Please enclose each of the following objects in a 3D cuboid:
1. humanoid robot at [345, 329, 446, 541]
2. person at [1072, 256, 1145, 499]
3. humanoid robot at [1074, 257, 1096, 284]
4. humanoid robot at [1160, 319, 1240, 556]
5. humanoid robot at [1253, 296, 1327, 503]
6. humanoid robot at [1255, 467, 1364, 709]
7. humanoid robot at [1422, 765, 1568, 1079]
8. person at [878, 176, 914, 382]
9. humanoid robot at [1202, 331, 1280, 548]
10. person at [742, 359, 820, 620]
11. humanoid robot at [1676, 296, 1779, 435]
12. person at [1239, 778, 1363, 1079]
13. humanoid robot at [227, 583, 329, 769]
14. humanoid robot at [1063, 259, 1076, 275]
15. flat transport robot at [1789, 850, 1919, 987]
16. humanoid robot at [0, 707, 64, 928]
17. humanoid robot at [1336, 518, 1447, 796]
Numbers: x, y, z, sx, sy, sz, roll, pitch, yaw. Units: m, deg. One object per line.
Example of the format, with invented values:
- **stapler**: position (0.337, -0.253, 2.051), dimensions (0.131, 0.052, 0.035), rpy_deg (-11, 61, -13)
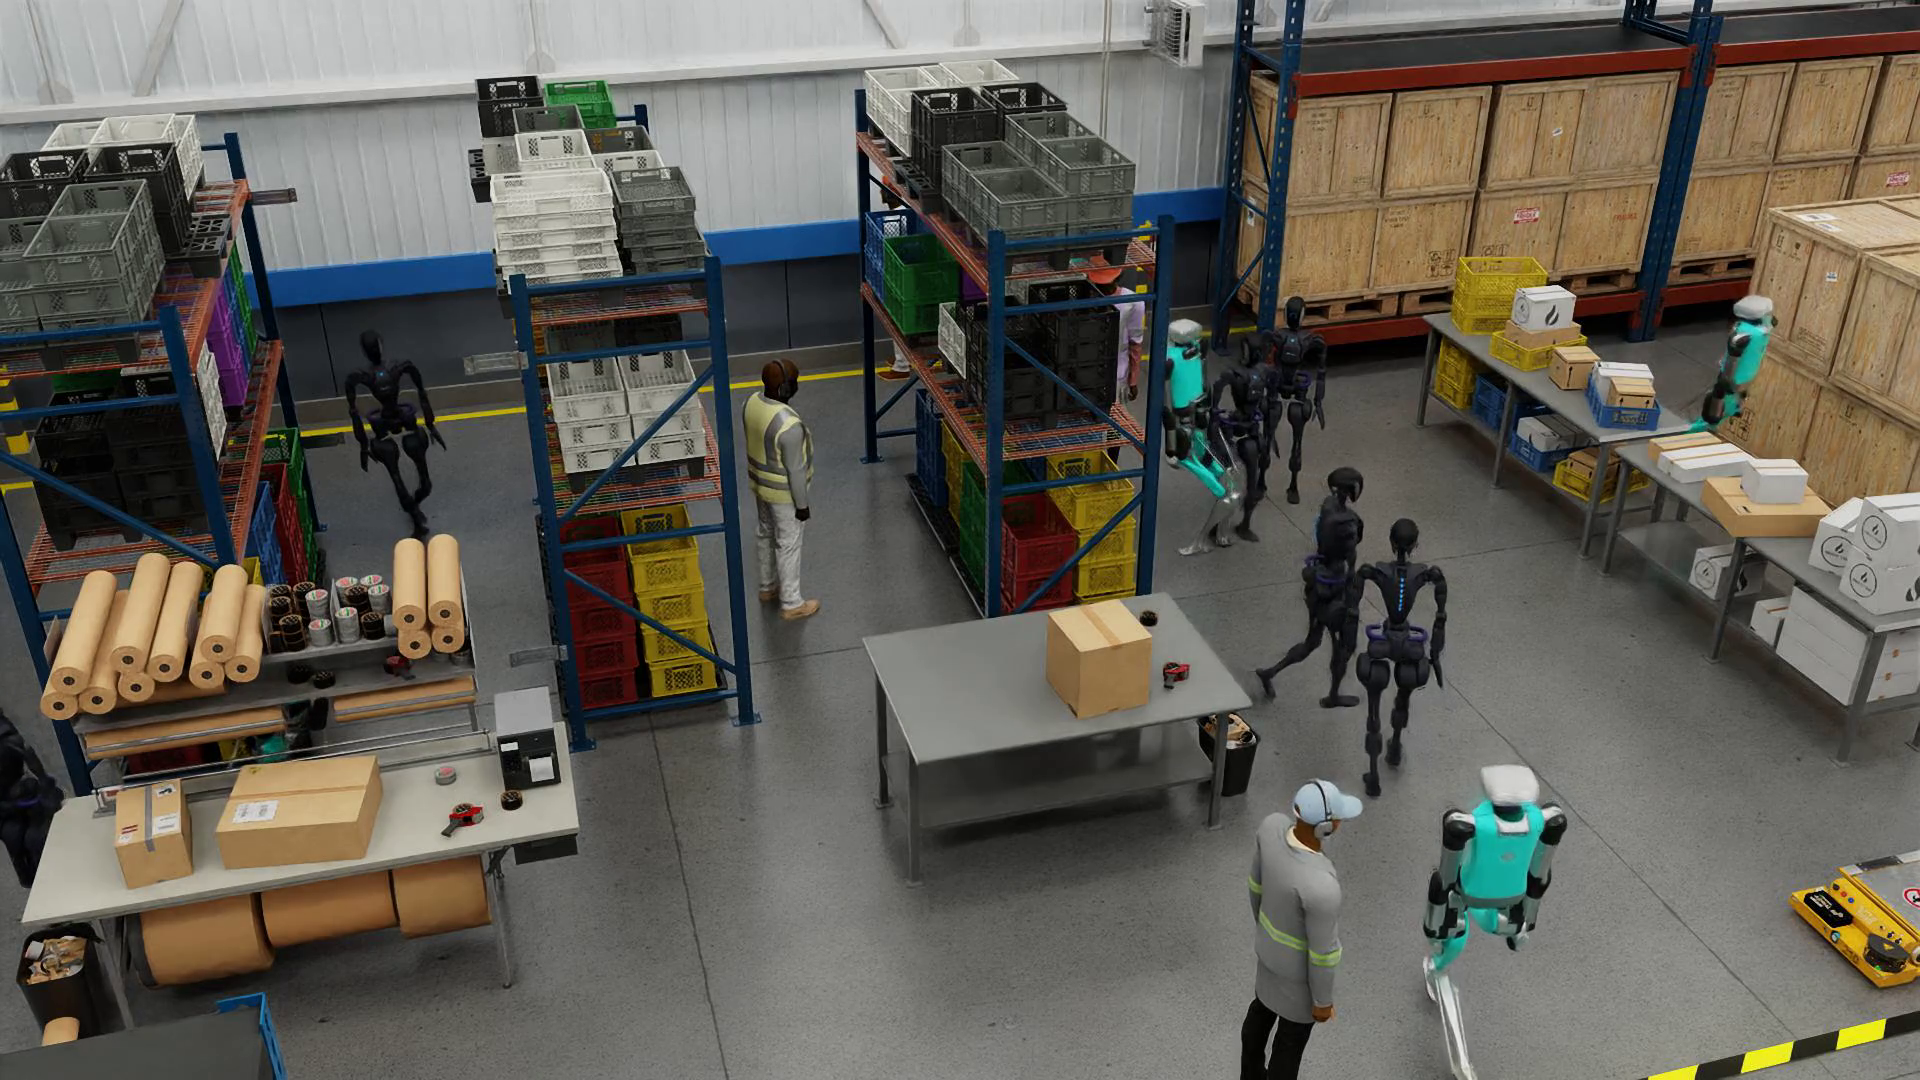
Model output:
- **humanoid robot**: position (-4.104, -0.783, 12.158), dimensions (0.614, 1.644, 0.510), rpy_deg (-12, 31, -20)
- **person**: position (1.067, -1.262, 12.628), dimensions (0.604, 2.034, 0.385), rpy_deg (7, 30, 13)
- **humanoid robot**: position (1.073, -2.333, 14.904), dimensions (0.564, 1.791, 0.824), rpy_deg (14, 32, 23)
- **humanoid robot**: position (1.772, -0.679, 11.849), dimensions (0.750, 1.747, 0.587), rpy_deg (24, 37, 36)
- **humanoid robot**: position (2.483, -1.059, 12.618), dimensions (0.590, 1.653, 0.325), rpy_deg (5, 29, 10)
- **humanoid robot**: position (2.194, 0.311, 10.147), dimensions (0.640, 1.634, 0.590), rpy_deg (-5, 29, -9)
- **humanoid robot**: position (2.337, 1.641, 7.706), dimensions (0.540, 1.752, 1.047), rpy_deg (-2, 29, -4)
- **person**: position (-0.554, -2.318, 14.703), dimensions (0.354, 1.883, 0.572), rpy_deg (8, 30, 14)
- **humanoid robot**: position (2.034, -0.738, 12.037), dimensions (0.608, 1.652, 0.313), rpy_deg (-11, 31, -19)
- **person**: position (-1.193, -0.349, 11.176), dimensions (0.431, 1.835, 0.622), rpy_deg (-19, 34, -30)
- **humanoid robot**: position (5.595, -1.076, 12.589), dimensions (0.608, 1.756, 0.820), rpy_deg (-24, 37, -37)
- **person**: position (1.479, 1.801, 7.241), dimensions (0.391, 1.850, 0.599), rpy_deg (-9, 30, -16)
- **humanoid robot**: position (-3.571, 1.167, 8.549), dimensions (0.532, 1.789, 0.812), rpy_deg (12, 31, 21)
- **humanoid robot**: position (0.650, -2.041, 14.385), dimensions (0.775, 1.800, 0.543), rpy_deg (14, 32, 23)
- **flat transport robot**: position (5.163, 1.916, 8.676), dimensions (1.431, 0.231, 0.659), rpy_deg (-8, 30, -14)
- **humanoid robot**: position (-4.595, 1.338, 8.286), dimensions (0.612, 1.635, 0.618), rpy_deg (9, 30, 16)
- **humanoid robot**: position (2.473, 0.663, 9.501), dimensions (0.600, 1.638, 0.557), rpy_deg (4, 29, 8)
